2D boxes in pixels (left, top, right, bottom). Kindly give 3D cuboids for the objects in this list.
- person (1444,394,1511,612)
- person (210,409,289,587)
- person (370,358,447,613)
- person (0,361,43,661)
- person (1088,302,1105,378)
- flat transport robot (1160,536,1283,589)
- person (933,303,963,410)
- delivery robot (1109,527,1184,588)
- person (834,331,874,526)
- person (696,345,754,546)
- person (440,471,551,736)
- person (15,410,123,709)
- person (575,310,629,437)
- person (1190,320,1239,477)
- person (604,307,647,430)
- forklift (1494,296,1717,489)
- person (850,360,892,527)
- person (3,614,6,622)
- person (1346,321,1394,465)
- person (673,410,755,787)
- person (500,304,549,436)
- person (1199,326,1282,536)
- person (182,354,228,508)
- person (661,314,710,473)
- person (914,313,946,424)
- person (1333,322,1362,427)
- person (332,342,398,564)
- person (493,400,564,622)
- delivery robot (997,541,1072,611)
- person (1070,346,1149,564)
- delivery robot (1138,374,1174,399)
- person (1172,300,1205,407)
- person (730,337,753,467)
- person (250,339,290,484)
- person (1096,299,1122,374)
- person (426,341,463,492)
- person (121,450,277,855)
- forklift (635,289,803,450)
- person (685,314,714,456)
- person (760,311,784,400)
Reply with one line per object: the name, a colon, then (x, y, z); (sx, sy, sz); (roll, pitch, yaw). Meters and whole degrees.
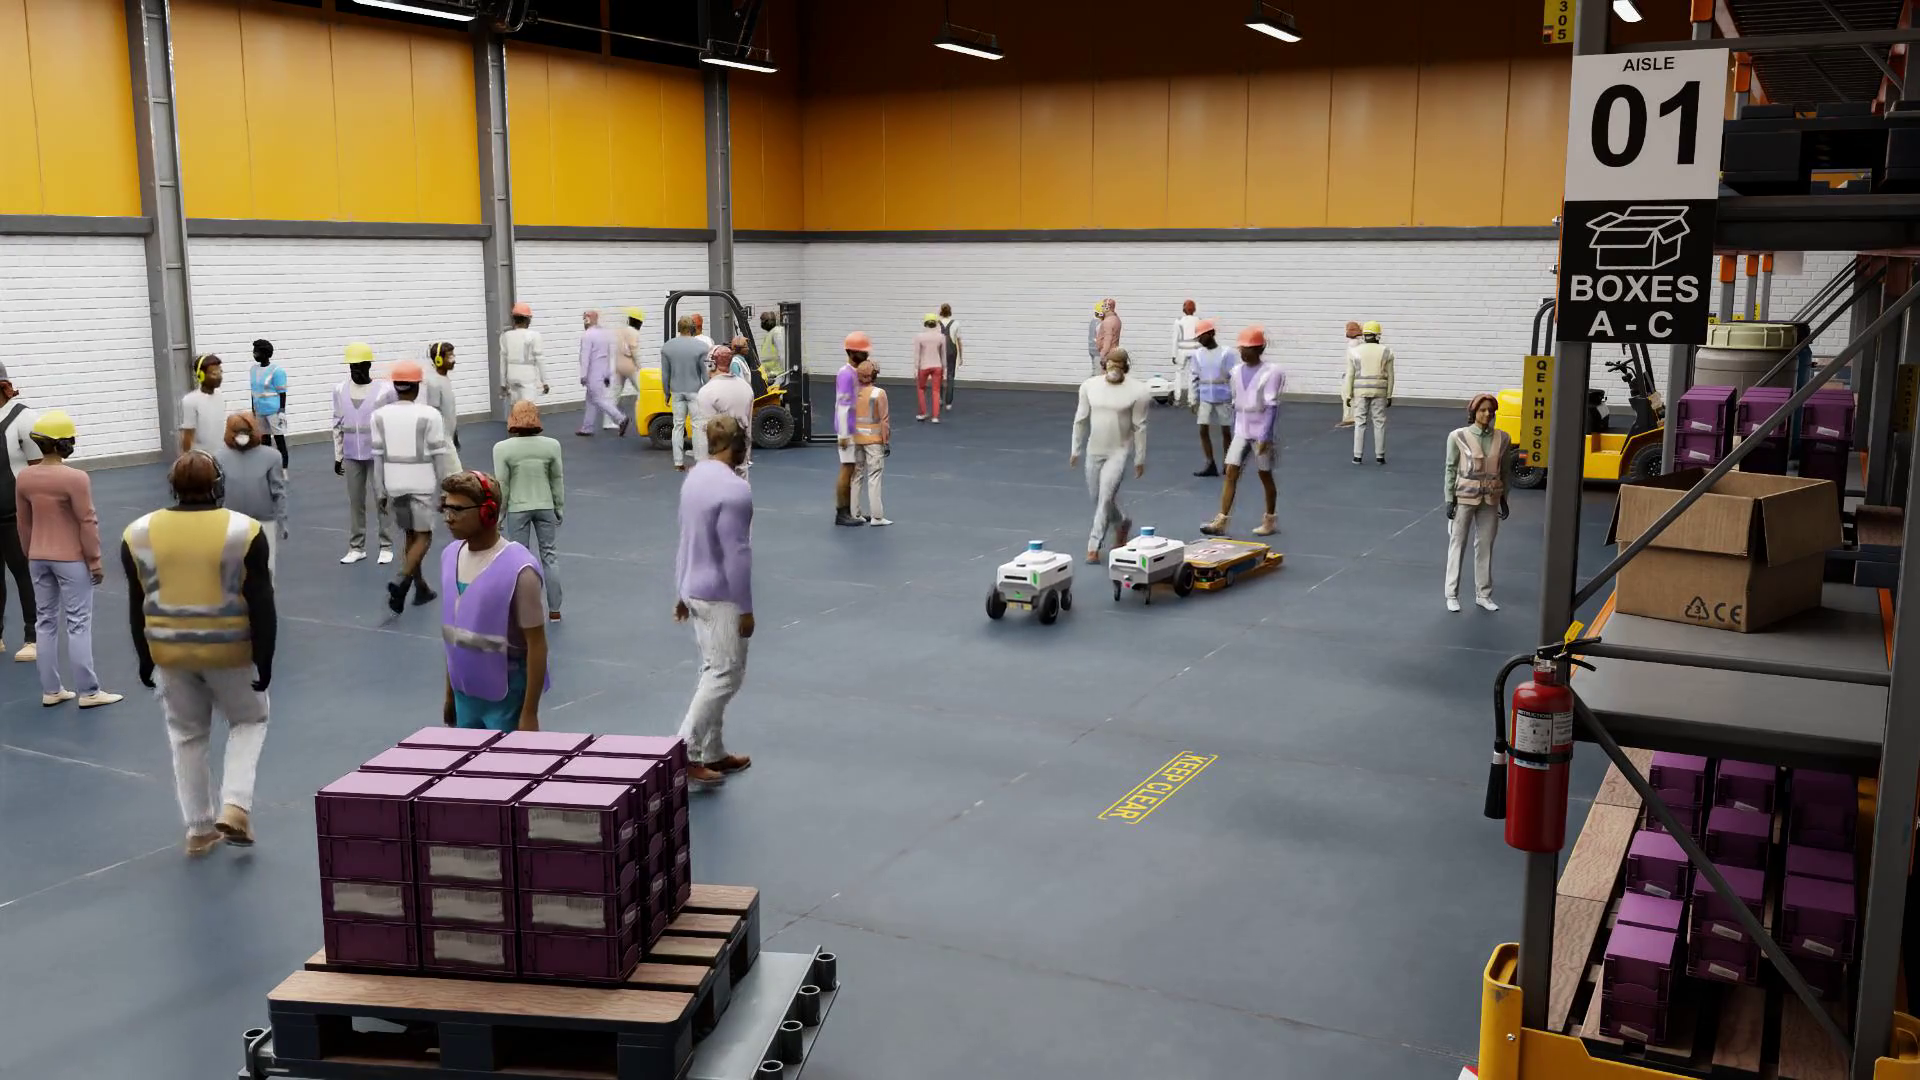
person: (3.879, -0.280, 12.498); (0.514, 1.645, 0.308); (-1, 10, -8)
person: (-5.026, -0.135, 11.756); (0.510, 1.607, 0.656); (-4, 11, -24)
person: (-4.139, -0.394, 12.434); (0.547, 1.912, 0.839); (1, 10, 5)
person: (-6.347, -0.208, 10.932); (0.674, 2.000, 0.535); (2, 10, 9)
person: (2.473, -3.284, 29.344); (0.404, 1.830, 0.603); (-2, 10, -11)
flat transport robot: (2.094, 0.177, 13.822); (0.652, 0.197, 1.431); (7, 12, 34)
person: (-0.216, -3.157, 28.646); (0.535, 1.826, 0.607); (1, 10, 4)
delivery robot: (1.453, 0.143, 12.929); (0.477, 0.478, 0.707); (7, 12, 33)
person: (-1.033, -1.101, 16.440); (0.401, 1.926, 0.561); (2, 10, 12)
person: (-2.034, -0.704, 14.197); (0.399, 1.909, 0.642); (6, 11, 30)
person: (-1.853, 0.630, 6.649); (0.570, 1.843, 0.372); (8, 12, 38)
person: (-5.297, 0.120, 9.832); (0.525, 1.769, 0.327); (3, 10, 16)
person: (-5.258, -2.430, 24.335); (0.856, 1.867, 0.680); (3, 10, 17)
person: (3.079, -1.688, 19.971); (0.616, 1.887, 0.483); (5, 11, 28)
person: (-5.011, -2.605, 25.376); (0.954, 1.845, 0.596); (-7, 12, -35)
forklift: (7.296, -1.677, 18.993); (2.313, 2.155, 1.214); (5, 11, 27)
person: (-0.909, -0.950, 16.399); (0.524, 1.636, 0.308); (7, 12, 34)
person: (-7.161, -0.282, 11.763); (0.564, 1.898, 0.749); (1, 10, 8)
person: (5.206, -1.863, 21.134); (0.591, 1.828, 0.404); (2, 10, 13)
person: (-1.294, 0.292, 8.465); (0.579, 1.901, 0.645); (-5, 11, -28)
person: (-5.843, -2.126, 22.209); (0.632, 2.008, 0.713); (4, 10, 20)
person: (2.675, -0.993, 15.611); (0.985, 1.997, 0.618); (-9, 13, -41)
person: (-6.347, -0.630, 13.913); (0.618, 1.857, 0.532); (2, 10, 11)
person: (-3.333, -1.784, 20.355); (0.635, 1.937, 0.352); (2, 10, 10)
person: (-0.494, -2.730, 26.412); (0.546, 1.737, 0.776); (-2, 10, -14)
person: (6.034, -2.562, 25.772); (0.351, 1.632, 0.519); (4, 11, 23)
person: (-5.137, -0.748, 14.384); (0.584, 1.928, 0.374); (1, 10, 5)
person: (-3.115, -0.196, 12.040); (0.503, 1.632, 0.274); (-5, 11, -29)
delivery robot: (0.559, 0.250, 12.311); (0.477, 0.478, 0.707); (5, 11, 26)
person: (1.346, -0.771, 14.608); (0.683, 1.899, 0.870); (4, 11, 24)
delivery robot: (3.473, -2.683, 29.287); (0.707, 0.478, 0.477); (-4, 11, -23)
person: (3.982, -3.241, 28.966); (0.601, 1.880, 0.431); (0, 10, -1)
person: (-2.776, -1.737, 20.942); (0.314, 1.641, 0.515); (1, 10, 3)
person: (-8.033, -1.487, 19.329); (0.534, 1.698, 0.322); (5, 11, 26)
person: (2.533, -3.178, 28.521); (0.407, 1.908, 0.641); (3, 10, 18)
person: (-5.021, -0.998, 16.071); (0.690, 1.850, 0.535); (-2, 10, -11)
person: (-3.358, 0.511, 7.409); (0.632, 1.829, 0.433); (-2, 10, -10)
forklift: (-3.358, -2.392, 23.136); (2.313, 2.155, 1.214); (-1, 10, -5)
person: (-3.468, -2.058, 22.090); (0.355, 1.887, 0.573); (3, 10, 18)
person: (-2.830, -2.520, 24.984); (0.662, 1.816, 0.698); (-3, 10, -19)
